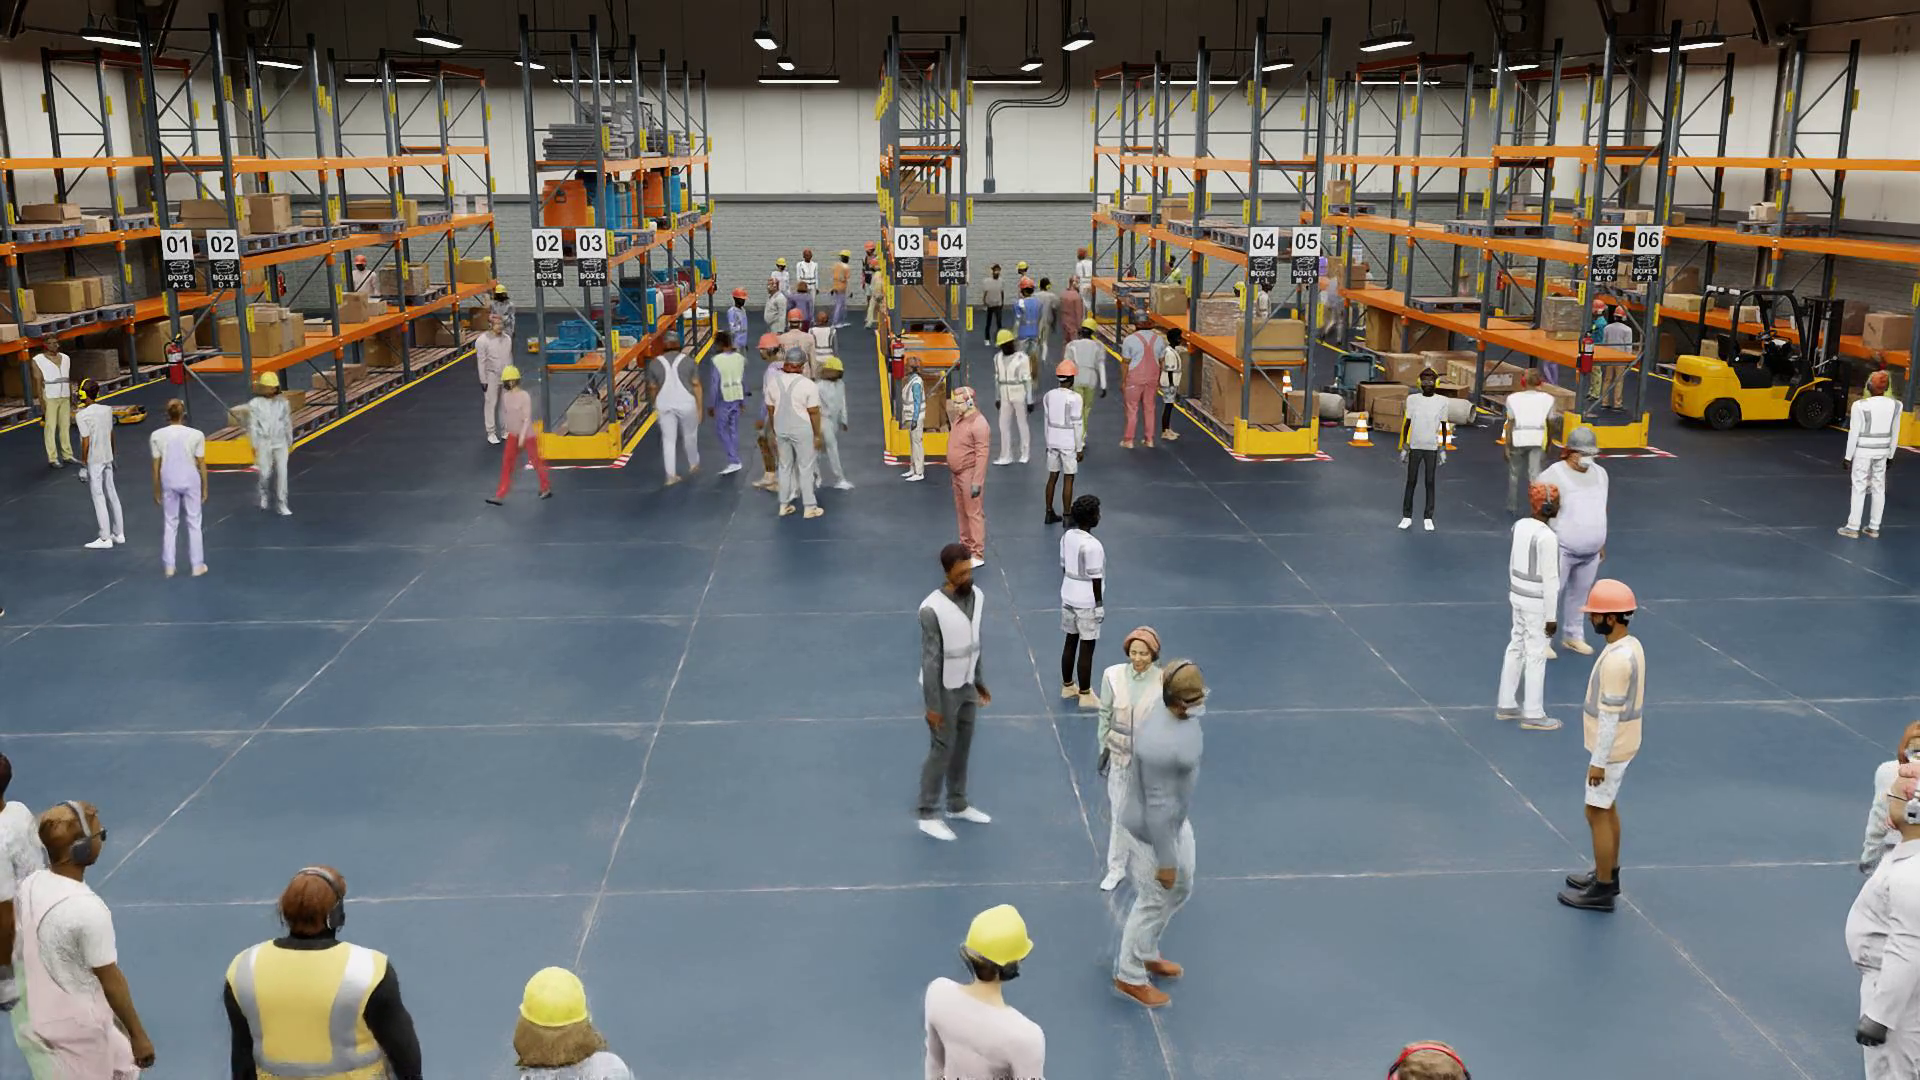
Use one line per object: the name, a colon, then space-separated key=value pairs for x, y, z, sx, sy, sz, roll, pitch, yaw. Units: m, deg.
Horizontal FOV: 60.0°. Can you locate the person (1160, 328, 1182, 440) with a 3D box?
person: x=3.158 y=-2.336 z=24.927 sx=0.320 sy=1.687 sz=0.539 roll=2 pitch=13 yaw=10

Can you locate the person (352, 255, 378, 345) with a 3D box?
person: x=-13.247 y=-5.338 z=36.986 sx=0.613 sy=1.991 sz=0.392 roll=0 pitch=13 yaw=-1

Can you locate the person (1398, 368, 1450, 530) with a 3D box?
person: x=5.312 y=-1.041 z=19.045 sx=0.512 sy=1.873 sz=0.329 roll=5 pitch=14 yaw=19

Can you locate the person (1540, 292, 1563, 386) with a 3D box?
person: x=10.433 y=-3.413 z=29.162 sx=0.572 sy=1.837 sz=0.573 roll=-4 pitch=14 yaw=-15

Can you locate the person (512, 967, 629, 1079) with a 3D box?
person: x=-1.234 y=2.244 z=5.439 sx=0.617 sy=1.723 sz=0.489 roll=12 pitch=18 yaw=40

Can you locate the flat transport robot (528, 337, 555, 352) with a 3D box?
flat transport robot: x=-9.011 y=-4.232 z=35.987 sx=0.652 sy=0.197 sz=1.431 roll=-3 pitch=14 yaw=-14

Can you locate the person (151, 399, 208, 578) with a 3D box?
person: x=-7.953 y=-0.524 z=16.984 sx=0.539 sy=1.822 sz=0.438 roll=-4 pitch=14 yaw=-15

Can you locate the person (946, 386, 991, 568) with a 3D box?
person: x=0.059 y=-0.656 z=17.344 sx=0.407 sy=1.905 sz=0.639 roll=-6 pitch=14 yaw=-23

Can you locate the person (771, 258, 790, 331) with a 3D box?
person: x=-4.254 y=-5.828 z=39.571 sx=0.518 sy=1.757 sz=0.335 roll=-11 pitch=17 yaw=-40

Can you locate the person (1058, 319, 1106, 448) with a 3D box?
person: x=1.791 y=-2.308 z=24.428 sx=0.687 sy=1.853 sz=0.941 roll=1 pitch=13 yaw=2

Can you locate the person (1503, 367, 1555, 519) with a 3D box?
person: x=6.670 y=-1.118 z=19.509 sx=0.579 sy=1.812 sz=0.910 roll=1 pitch=13 yaw=4

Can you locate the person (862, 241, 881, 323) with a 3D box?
person: x=-2.221 y=-6.462 z=41.679 sx=0.612 sy=2.029 sz=0.409 roll=9 pitch=16 yaw=34

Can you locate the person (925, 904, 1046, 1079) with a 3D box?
person: x=0.072 y=2.118 z=5.907 sx=0.558 sy=1.748 sz=0.661 roll=10 pitch=16 yaw=35

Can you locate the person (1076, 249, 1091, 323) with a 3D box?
person: x=3.045 y=-6.295 z=41.299 sx=0.439 sy=1.867 sz=0.606 roll=10 pitch=16 yaw=35

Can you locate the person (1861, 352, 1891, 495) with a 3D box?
person: x=11.610 y=-1.487 z=21.092 sx=0.396 sy=1.812 sz=0.696 roll=7 pitch=15 yaw=28

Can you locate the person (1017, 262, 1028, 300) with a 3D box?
person: x=1.436 y=-5.483 z=38.086 sx=0.317 sy=1.766 sz=0.535 roll=2 pitch=13 yaw=7

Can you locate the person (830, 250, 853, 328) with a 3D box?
person: x=-2.823 y=-6.095 z=40.433 sx=0.800 sy=1.870 sz=0.608 roll=-11 pitch=17 yaw=-38

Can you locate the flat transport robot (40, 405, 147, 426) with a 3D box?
flat transport robot: x=-13.786 y=-1.986 z=26.474 sx=1.431 sy=0.197 sz=0.652 roll=-4 pitch=14 yaw=-16

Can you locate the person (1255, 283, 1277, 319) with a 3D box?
person: x=5.707 y=-3.995 z=31.225 sx=0.416 sy=2.034 sz=0.603 roll=1 pitch=13 yaw=3

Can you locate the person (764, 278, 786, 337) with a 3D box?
person: x=-3.522 y=-4.018 z=31.578 sx=0.403 sy=1.906 sz=0.651 roll=-6 pitch=15 yaw=-24

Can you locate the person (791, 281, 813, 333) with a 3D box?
person: x=-3.302 y=-4.599 z=34.714 sx=0.514 sy=1.592 sz=0.844 roll=1 pitch=13 yaw=6

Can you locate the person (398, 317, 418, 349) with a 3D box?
person: x=-11.879 y=-4.842 z=35.446 sx=0.606 sy=1.728 sz=0.546 roll=0 pitch=13 yaw=-1

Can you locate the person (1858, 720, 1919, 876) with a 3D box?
person: x=4.865 y=1.616 z=8.386 sx=0.607 sy=1.592 sz=0.556 roll=-10 pitch=17 yaw=-37

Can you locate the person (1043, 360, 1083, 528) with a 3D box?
person: x=1.214 y=-1.118 z=19.255 sx=0.544 sy=1.930 sz=0.391 roll=13 pitch=18 yaw=43

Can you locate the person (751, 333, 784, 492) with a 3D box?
person: x=-2.442 y=-1.597 z=21.071 sx=0.591 sy=2.027 sz=0.636 roll=-2 pitch=13 yaw=-8

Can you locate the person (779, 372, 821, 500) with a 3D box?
person: x=-2.025 y=-1.317 z=20.734 sx=0.554 sy=1.615 sz=0.607 roll=6 pitch=15 yaw=25

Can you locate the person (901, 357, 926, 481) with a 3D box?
person: x=-0.604 y=-1.600 z=21.897 sx=0.309 sy=1.645 sz=0.514 roll=-2 pitch=13 yaw=-10

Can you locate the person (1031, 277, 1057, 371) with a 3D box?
person: x=1.586 y=-4.212 z=32.519 sx=0.642 sy=1.847 sz=0.462 roll=-2 pitch=13 yaw=-7

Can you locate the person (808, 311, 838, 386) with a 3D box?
person: x=-2.290 y=-2.998 z=27.826 sx=0.514 sy=1.641 sz=0.309 roll=-1 pitch=13 yaw=-3

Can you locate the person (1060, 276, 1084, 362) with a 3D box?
person: x=2.192 y=-4.138 z=32.098 sx=0.401 sy=1.905 sz=0.642 roll=-7 pitch=15 yaw=-27

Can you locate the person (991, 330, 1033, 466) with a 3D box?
person: x=0.713 y=-1.947 z=22.871 sx=0.696 sy=1.863 sz=0.881 roll=9 pitch=16 yaw=35

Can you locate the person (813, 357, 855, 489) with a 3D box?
person: x=-1.738 y=-1.535 z=21.514 sx=0.922 sy=1.694 sz=0.487 roll=9 pitch=16 yaw=33

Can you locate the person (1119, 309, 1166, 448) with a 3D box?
person: x=2.628 y=-2.363 z=24.278 sx=0.686 sy=2.000 sz=0.535 roll=-6 pitch=14 yaw=-23

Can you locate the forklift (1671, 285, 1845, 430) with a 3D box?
forklift: x=12.503 y=-2.886 z=26.166 sx=2.313 sy=2.155 sz=1.214 roll=-1 pitch=13 yaw=-3
